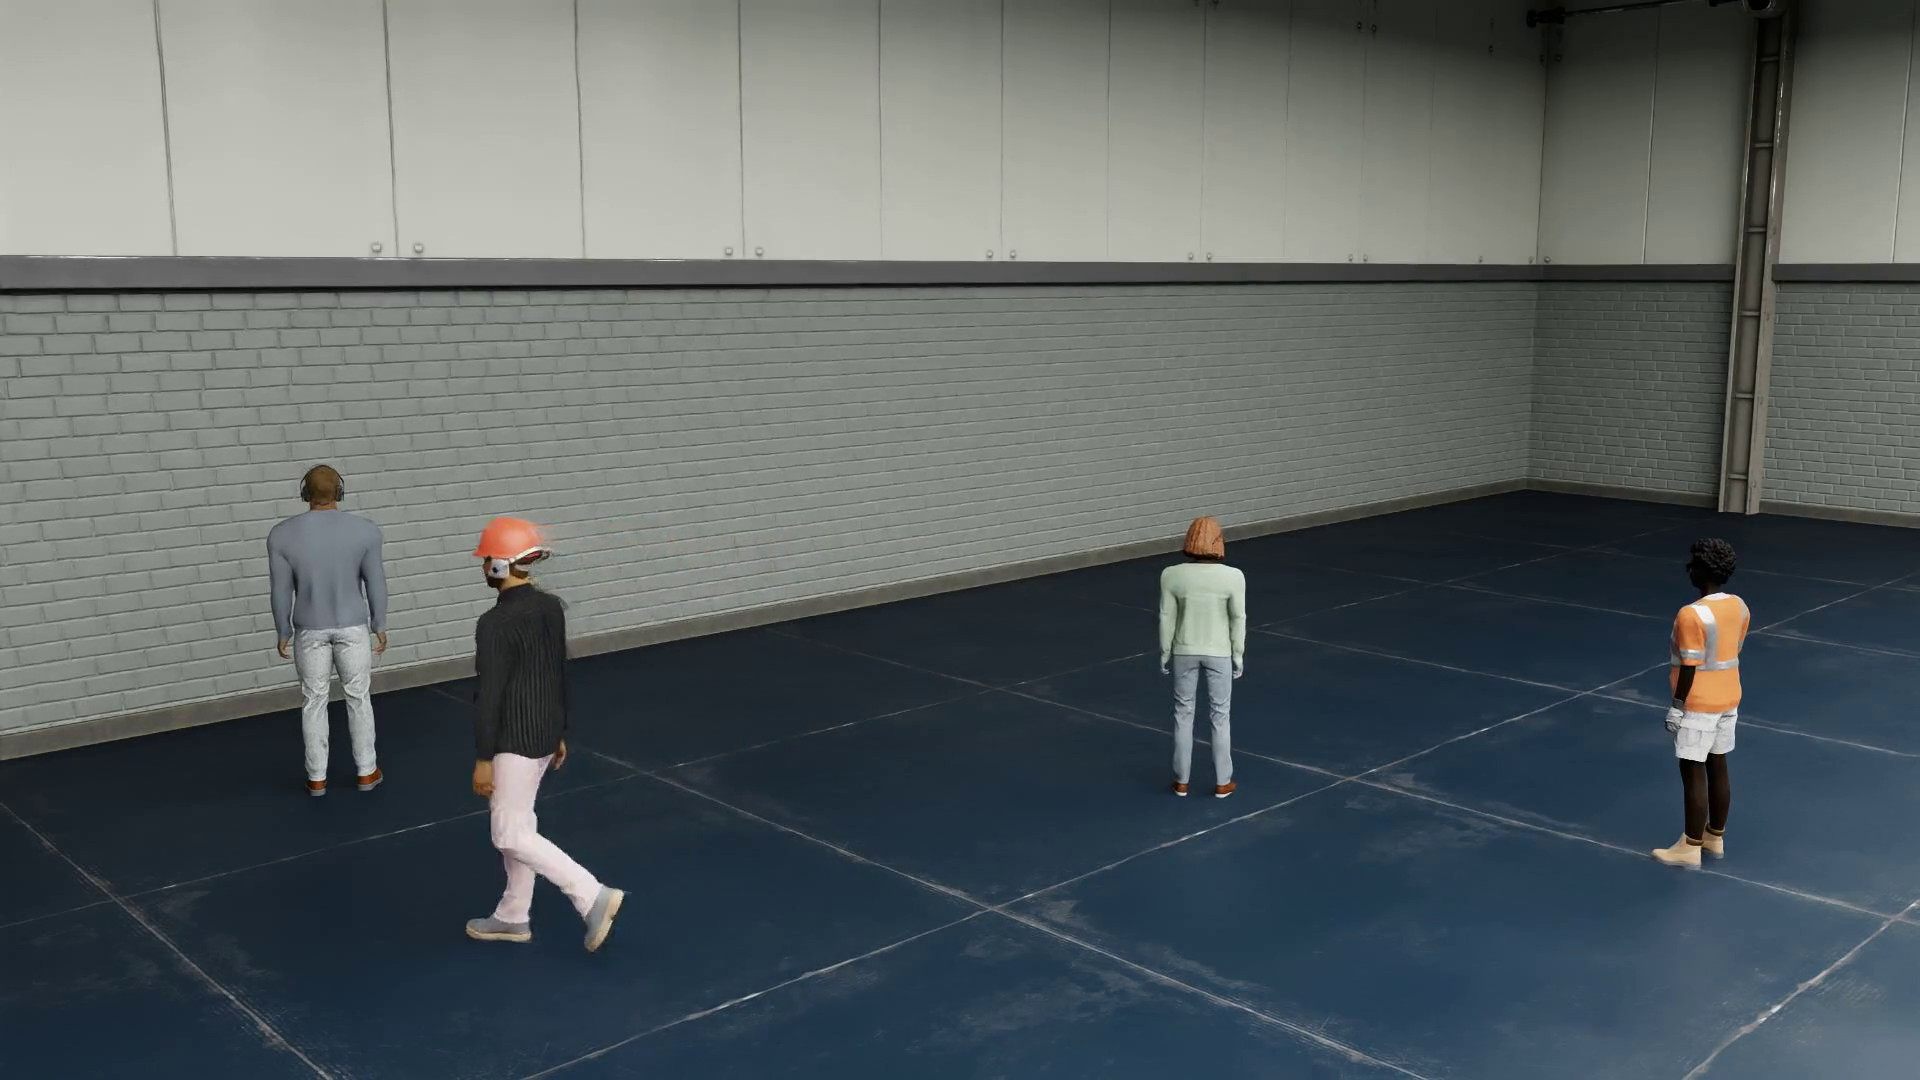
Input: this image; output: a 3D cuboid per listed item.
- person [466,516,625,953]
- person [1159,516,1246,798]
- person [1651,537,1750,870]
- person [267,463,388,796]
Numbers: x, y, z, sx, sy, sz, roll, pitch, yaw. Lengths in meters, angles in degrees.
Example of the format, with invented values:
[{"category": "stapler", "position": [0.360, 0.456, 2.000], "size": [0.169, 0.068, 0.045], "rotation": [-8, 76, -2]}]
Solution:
[{"category": "person", "position": [-1.870, 0.876, 7.356], "size": [0.768, 1.971, 0.624], "rotation": [2, 9, 13]}, {"category": "person", "position": [1.398, 0.678, 9.621], "size": [0.499, 1.634, 0.285], "rotation": [2, 9, 15]}, {"category": "person", "position": [3.789, 0.830, 8.488], "size": [0.535, 1.697, 0.318], "rotation": [-7, 12, -38]}, {"category": "person", "position": [-3.651, 0.519, 9.665], "size": [0.635, 1.937, 0.360], "rotation": [-3, 10, -18]}]
